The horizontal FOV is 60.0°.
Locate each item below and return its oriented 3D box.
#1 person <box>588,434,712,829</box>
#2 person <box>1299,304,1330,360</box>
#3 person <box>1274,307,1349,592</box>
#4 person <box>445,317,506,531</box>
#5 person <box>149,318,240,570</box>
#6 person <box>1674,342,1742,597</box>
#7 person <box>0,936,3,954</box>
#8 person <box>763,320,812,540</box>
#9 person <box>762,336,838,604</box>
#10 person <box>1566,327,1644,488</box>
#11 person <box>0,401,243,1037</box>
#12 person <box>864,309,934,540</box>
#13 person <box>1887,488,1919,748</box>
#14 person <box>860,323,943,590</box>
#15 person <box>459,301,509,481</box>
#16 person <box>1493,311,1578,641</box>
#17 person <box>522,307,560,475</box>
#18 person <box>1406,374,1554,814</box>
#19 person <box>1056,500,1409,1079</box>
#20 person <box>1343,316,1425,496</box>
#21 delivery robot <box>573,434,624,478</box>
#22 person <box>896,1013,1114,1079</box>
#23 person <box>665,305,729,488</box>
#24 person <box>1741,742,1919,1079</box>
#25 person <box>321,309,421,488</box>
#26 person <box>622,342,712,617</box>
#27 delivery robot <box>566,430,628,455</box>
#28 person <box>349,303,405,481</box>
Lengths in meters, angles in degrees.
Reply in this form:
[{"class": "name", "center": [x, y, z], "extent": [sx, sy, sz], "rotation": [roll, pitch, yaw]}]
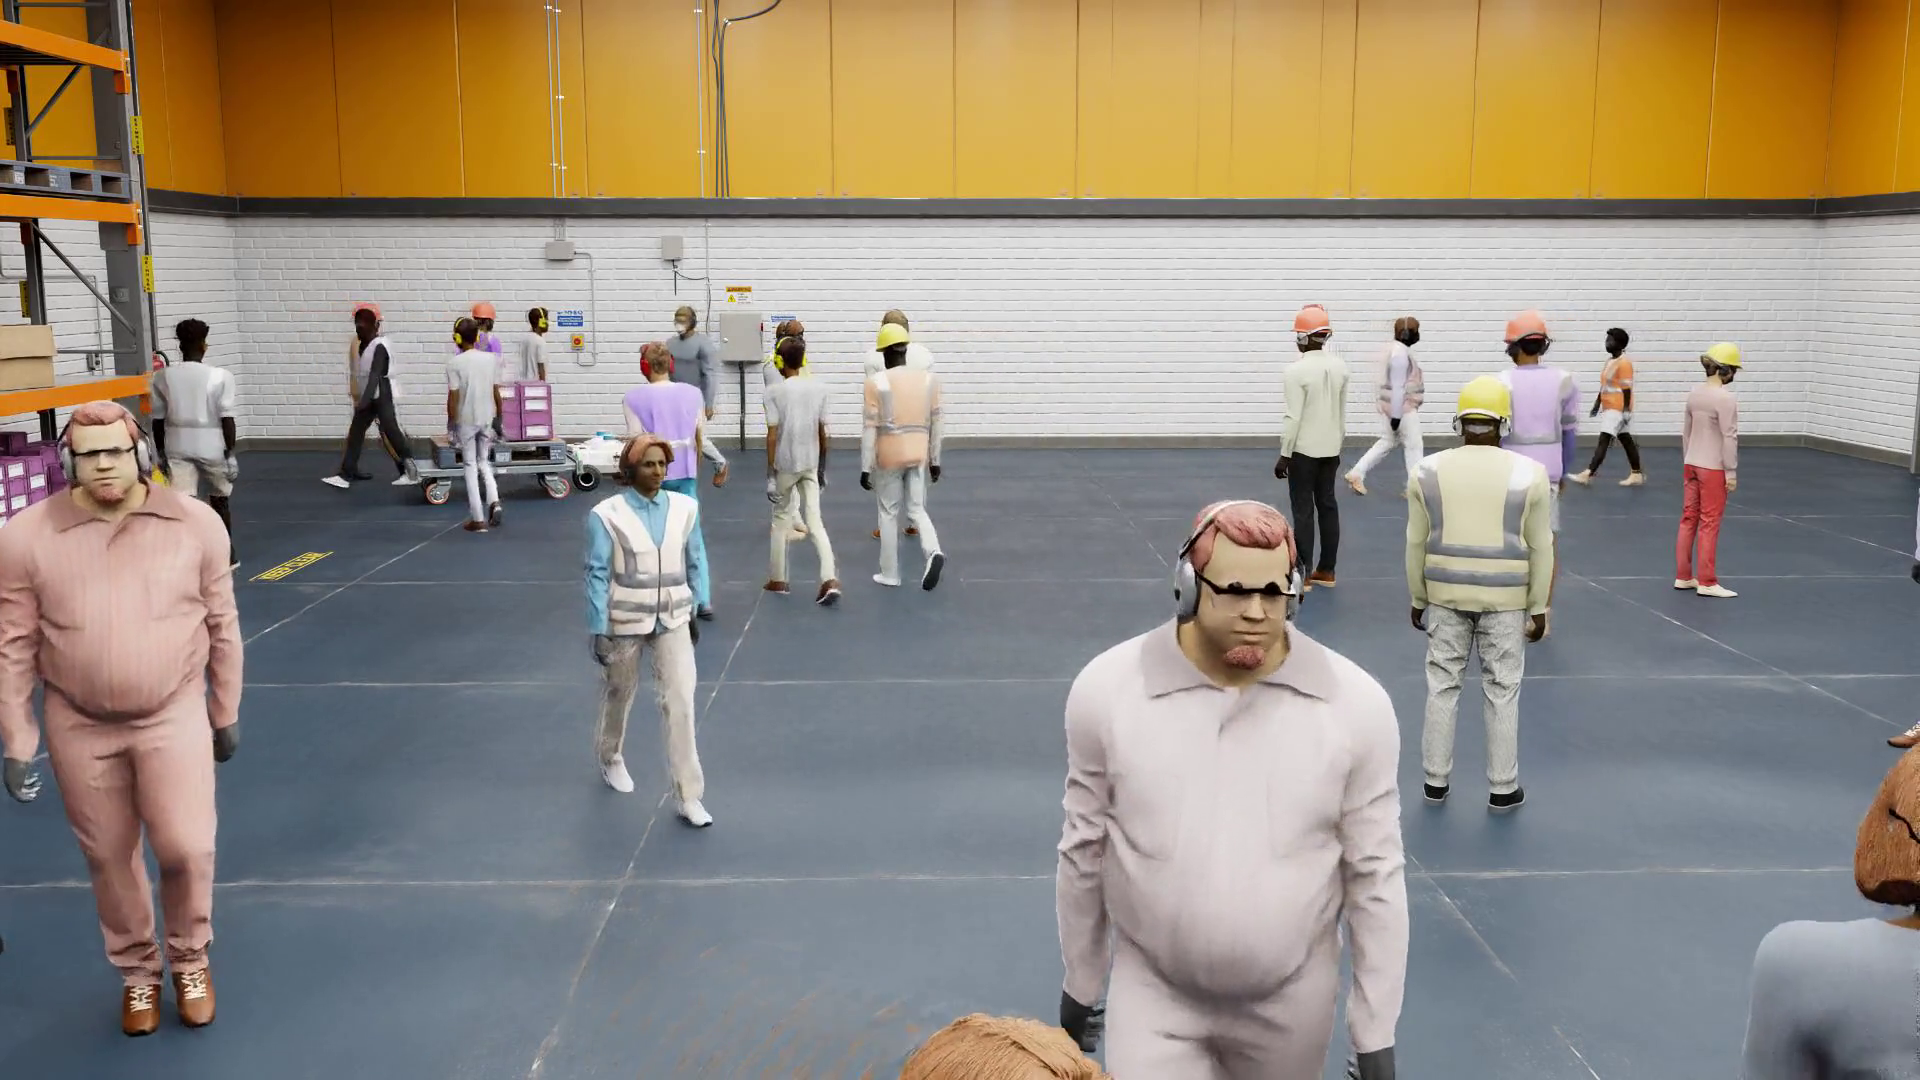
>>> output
[{"class": "person", "center": [-1.317, 0.345, 6.958], "extent": [0.527, 1.598, 0.871], "rotation": [-6, 11, -32]}, {"class": "person", "center": [3.943, -1.718, 18.757], "extent": [0.533, 1.867, 0.613], "rotation": [-1, 9, -8]}, {"class": "person", "center": [2.471, -0.635, 11.741], "extent": [0.610, 1.996, 0.378], "rotation": [-7, 11, -35]}, {"class": "person", "center": [-4.199, -0.991, 14.361], "extent": [0.391, 1.855, 0.550], "rotation": [8, 12, 41]}, {"class": "person", "center": [-5.571, -0.655, 12.121], "extent": [0.619, 1.920, 0.994], "rotation": [-1, 9, -8]}, {"class": "person", "center": [5.224, -0.489, 11.562], "extent": [0.331, 1.765, 0.523], "rotation": [-1, 9, -8]}, {"class": "person", "center": [-1.041, 1.150, 1.704], "extent": [0.539, 1.699, 0.317], "rotation": [-3, 10, -16]}, {"class": "person", "center": [-1.413, -0.926, 14.000], "extent": [0.429, 1.842, 0.633], "rotation": [2, 10, 13]}, {"class": "person", "center": [-1.090, -0.475, 11.349], "extent": [0.525, 1.821, 0.977], "rotation": [-5, 11, -29]}, {"class": "person", "center": [6.718, -1.359, 17.186], "extent": [0.875, 1.650, 0.535], "rotation": [1, 9, 6]}, {"class": "person", "center": [-2.439, 0.541, 4.851], "extent": [0.660, 1.886, 0.507], "rotation": [-4, 10, -23]}, {"class": "person", "center": [-0.521, -0.952, 13.868], "extent": [0.630, 1.938, 0.373], "rotation": [-5, 11, -29]}, {"class": "person", "center": [4.634, 0.084, 7.610], "extent": [0.406, 1.904, 0.654], "rotation": [-3, 10, -18]}, {"class": "person", "center": [-0.378, -0.574, 11.710], "extent": [0.630, 1.895, 0.713], "rotation": [-5, 11, -29]}, {"class": "person", "center": [-5.079, -1.598, 17.891], "extent": [0.555, 1.915, 0.658], "rotation": [7, 12, 37]}, {"class": "person", "center": [3.521, -0.425, 10.447], "extent": [0.622, 1.996, 0.995], "rotation": [1, 9, 3]}, {"class": "person", "center": [-4.632, -1.622, 18.266], "extent": [0.393, 1.856, 0.526], "rotation": [-8, 12, -41]}, {"class": "person", "center": [2.163, 0.228, 6.946], "extent": [0.590, 1.835, 0.404], "rotation": [5, 10, 26]}, {"class": "person", "center": [0.497, 0.850, 3.092], "extent": [0.655, 1.846, 1.009], "rotation": [1, 9, 8]}, {"class": "person", "center": [4.267, -1.298, 16.387], "extent": [0.875, 1.818, 0.619], "rotation": [1, 9, 6]}, {"class": "delivery robot", "center": [-3.622, -0.847, 17.161], "extent": [0.707, 0.478, 0.477], "rotation": [-2, 9, -13]}, {"class": "person", "center": [-0.061, 1.200, 1.634], "extent": [0.512, 1.607, 0.596], "rotation": [-8, 12, -39]}, {"class": "person", "center": [-2.656, -1.384, 16.601], "extent": [0.658, 1.916, 0.689], "rotation": [7, 11, 36]}, {"class": "person", "center": [1.357, 1.085, 2.346], "extent": [0.516, 1.613, 0.499], "rotation": [3, 10, 17]}, {"class": "person", "center": [-6.081, -1.454, 17.210], "extent": [0.585, 1.861, 1.009], "rotation": [9, 13, 43]}, {"class": "person", "center": [-1.920, -0.396, 10.912], "extent": [0.573, 1.798, 0.971], "rotation": [-6, 11, -31]}, {"class": "delivery robot", "center": [-3.796, -0.921, 17.614], "extent": [0.707, 0.478, 0.477], "rotation": [-5, 10, -29]}, {"class": "person", "center": [-6.242, -1.582, 17.852], "extent": [0.871, 1.893, 0.558], "rotation": [-5, 10, -26]}]
